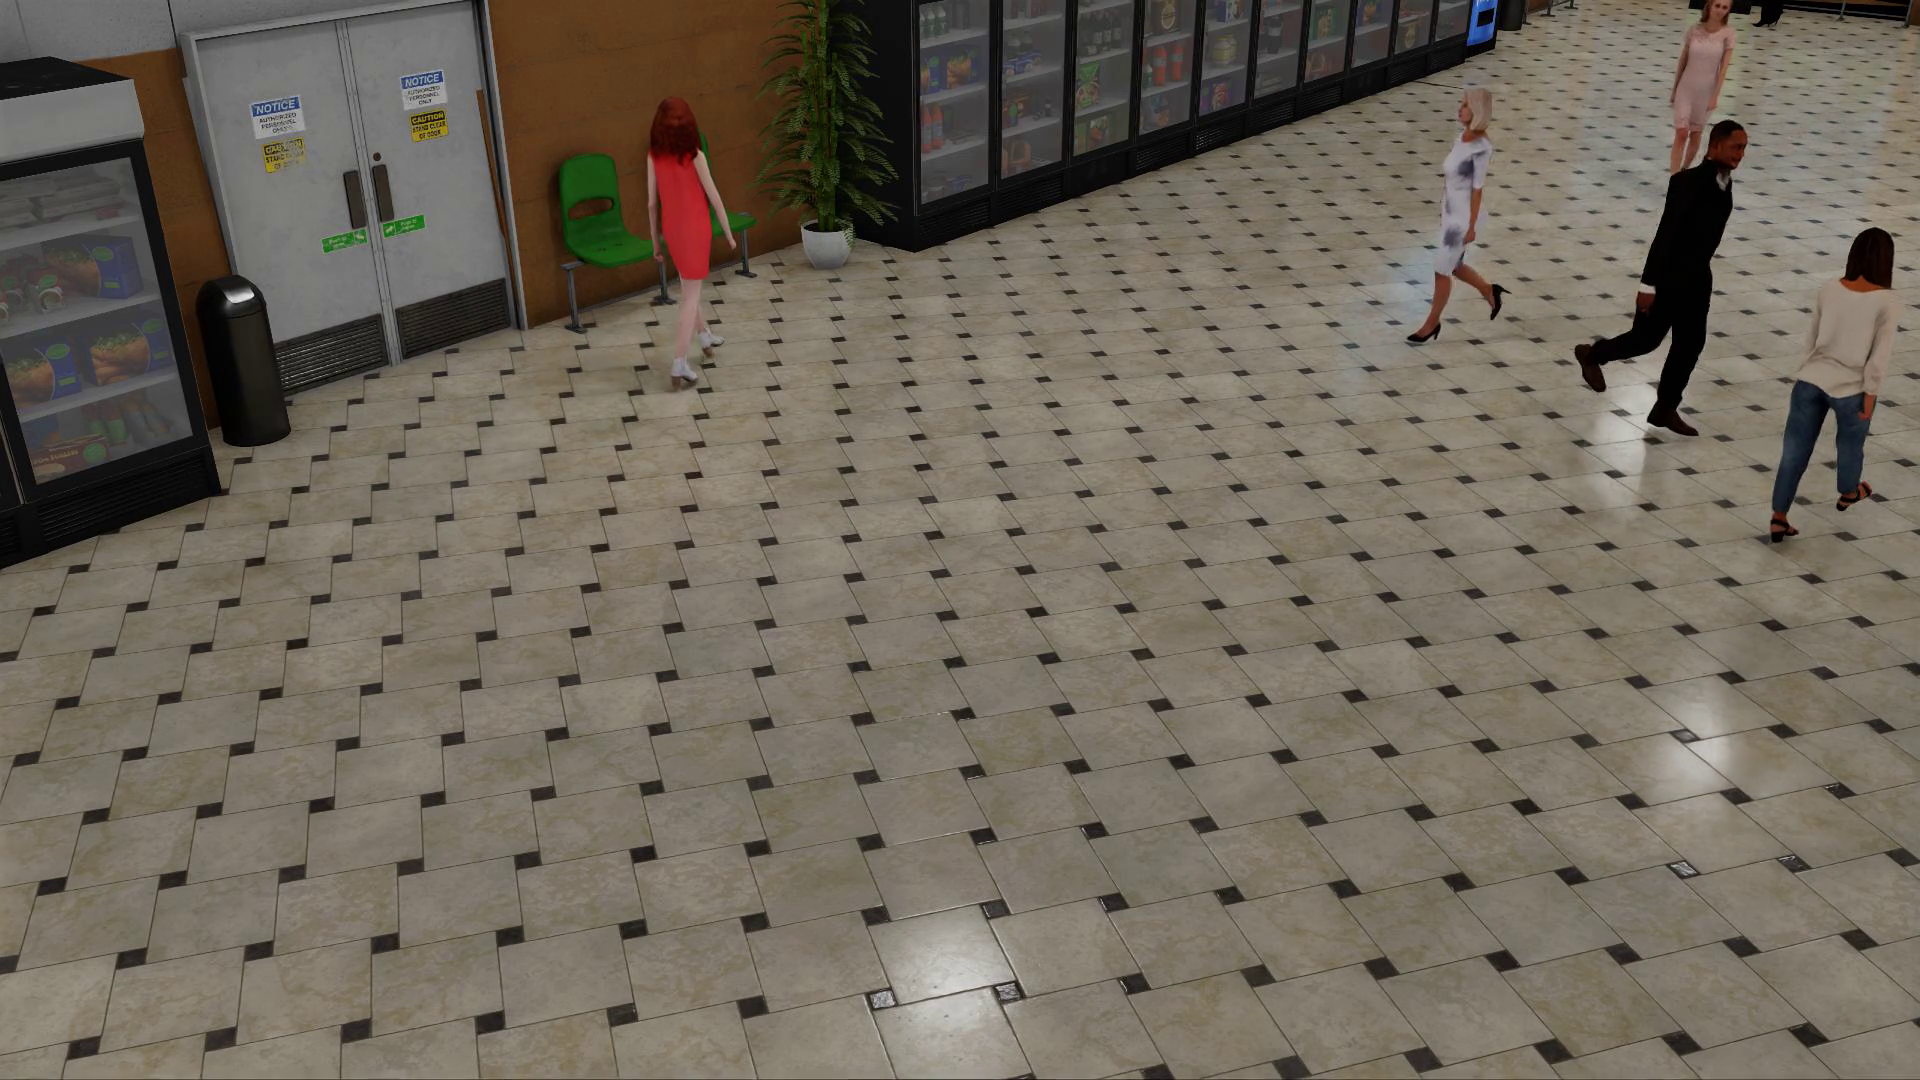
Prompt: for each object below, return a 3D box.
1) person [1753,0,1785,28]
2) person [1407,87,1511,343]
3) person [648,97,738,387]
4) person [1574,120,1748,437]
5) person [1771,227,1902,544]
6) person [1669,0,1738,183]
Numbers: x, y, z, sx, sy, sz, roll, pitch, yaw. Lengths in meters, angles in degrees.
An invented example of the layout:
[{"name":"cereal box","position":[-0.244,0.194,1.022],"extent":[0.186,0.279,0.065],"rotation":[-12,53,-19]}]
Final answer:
[{"name":"person","position":[11.010,-7.808,22.316],"extent":[0.701,1.758,0.647],"rotation":[-21,34,-35]},{"name":"person","position":[3.442,-2.164,11.216],"extent":[0.999,1.730,0.967],"rotation":[-4,27,-8]},{"name":"person","position":[-1.754,-1.840,10.516],"extent":[1.003,1.785,0.821],"rotation":[12,29,22]},{"name":"person","position":[4.168,-1.564,9.880],"extent":[0.928,1.869,1.217],"rotation":[-18,32,-31]},{"name":"person","position":[4.429,-0.744,8.508],"extent":[0.864,1.649,1.048],"rotation":[-18,32,-32]},{"name":"person","position":[6.449,-3.883,14.563],"extent":[1.019,1.770,0.796],"rotation":[18,32,32]}]
